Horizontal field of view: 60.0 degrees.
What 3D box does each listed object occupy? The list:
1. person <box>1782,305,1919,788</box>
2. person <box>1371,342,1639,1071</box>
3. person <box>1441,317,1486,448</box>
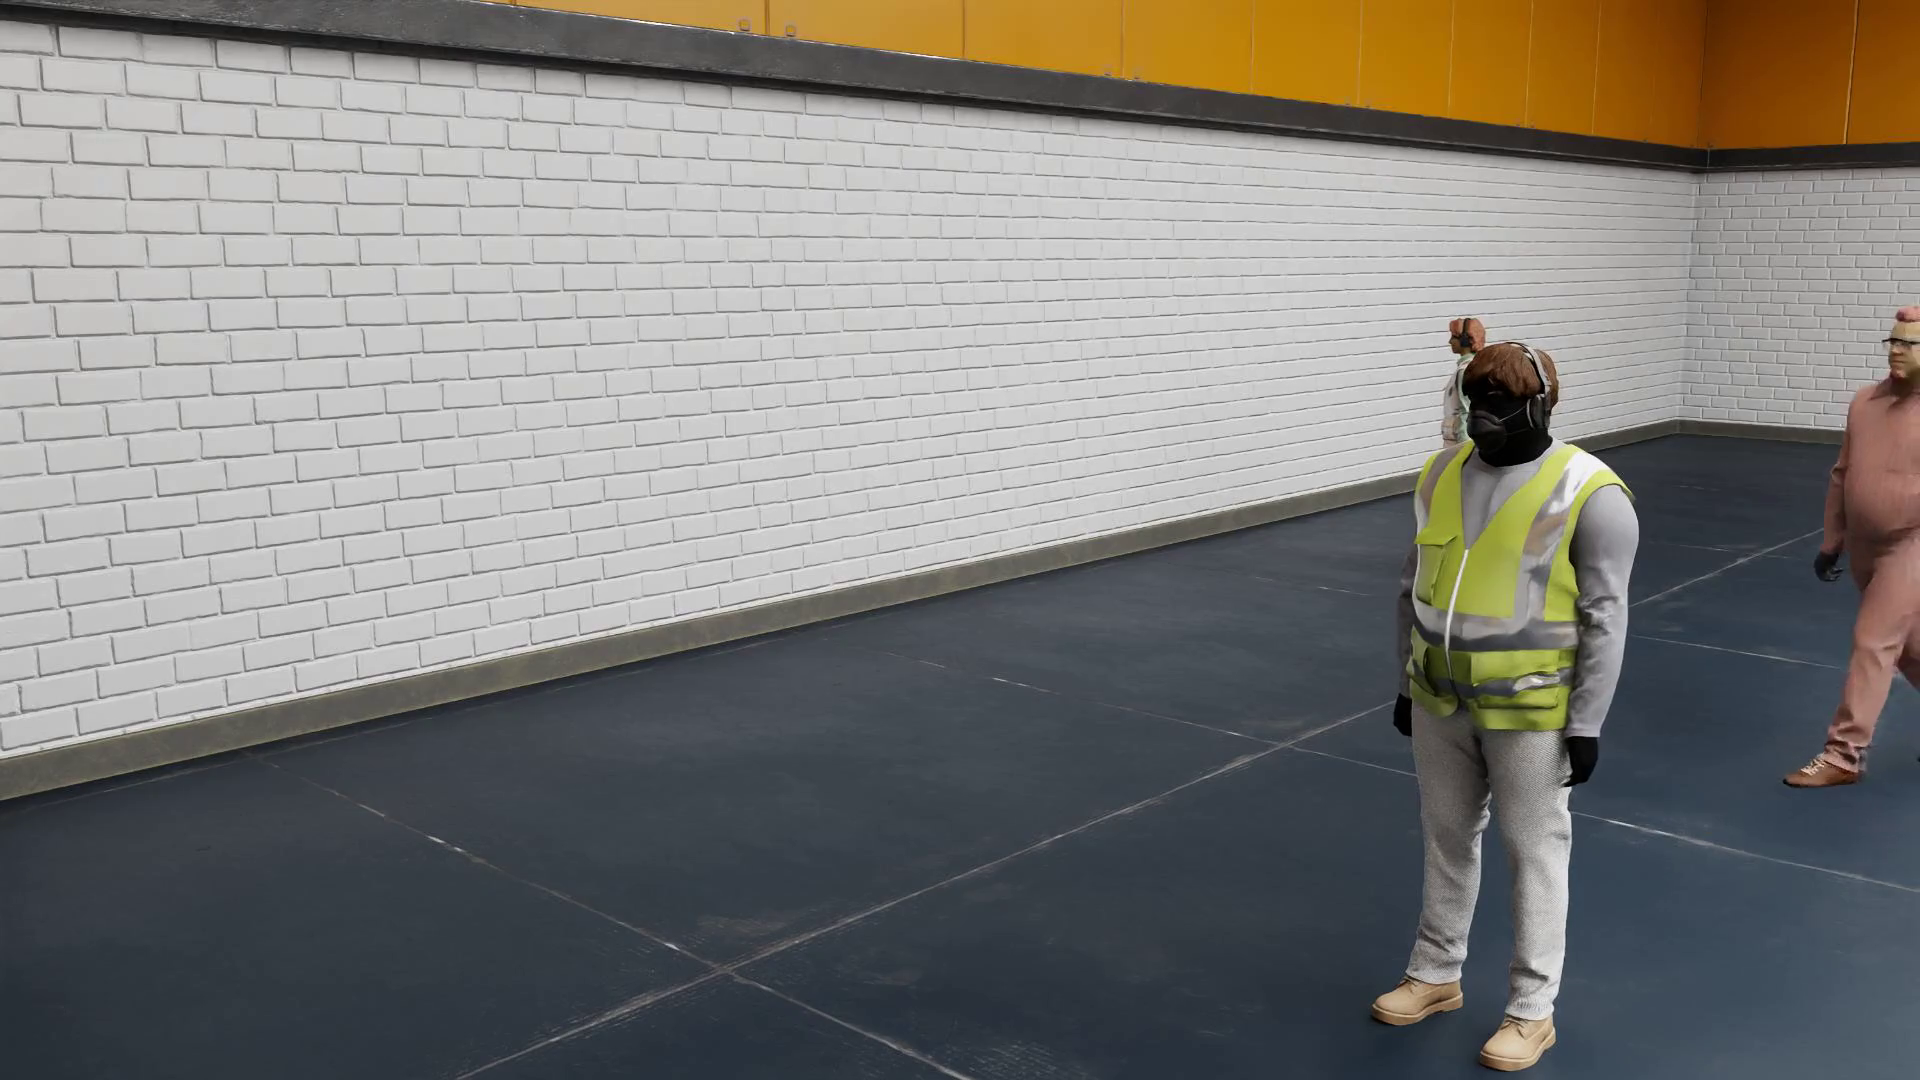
[{"bbox_3d":[3.693,0.020,6.478,0.983,1.868,0.648,-2,10,-13],"label":"person"},{"bbox_3d":[1.368,0.417,4.278,0.429,1.843,0.631,-8,13,-38],"label":"person"},{"bbox_3d":[3.213,-0.591,10.589,0.310,1.638,0.522,4,11,22],"label":"person"}]
